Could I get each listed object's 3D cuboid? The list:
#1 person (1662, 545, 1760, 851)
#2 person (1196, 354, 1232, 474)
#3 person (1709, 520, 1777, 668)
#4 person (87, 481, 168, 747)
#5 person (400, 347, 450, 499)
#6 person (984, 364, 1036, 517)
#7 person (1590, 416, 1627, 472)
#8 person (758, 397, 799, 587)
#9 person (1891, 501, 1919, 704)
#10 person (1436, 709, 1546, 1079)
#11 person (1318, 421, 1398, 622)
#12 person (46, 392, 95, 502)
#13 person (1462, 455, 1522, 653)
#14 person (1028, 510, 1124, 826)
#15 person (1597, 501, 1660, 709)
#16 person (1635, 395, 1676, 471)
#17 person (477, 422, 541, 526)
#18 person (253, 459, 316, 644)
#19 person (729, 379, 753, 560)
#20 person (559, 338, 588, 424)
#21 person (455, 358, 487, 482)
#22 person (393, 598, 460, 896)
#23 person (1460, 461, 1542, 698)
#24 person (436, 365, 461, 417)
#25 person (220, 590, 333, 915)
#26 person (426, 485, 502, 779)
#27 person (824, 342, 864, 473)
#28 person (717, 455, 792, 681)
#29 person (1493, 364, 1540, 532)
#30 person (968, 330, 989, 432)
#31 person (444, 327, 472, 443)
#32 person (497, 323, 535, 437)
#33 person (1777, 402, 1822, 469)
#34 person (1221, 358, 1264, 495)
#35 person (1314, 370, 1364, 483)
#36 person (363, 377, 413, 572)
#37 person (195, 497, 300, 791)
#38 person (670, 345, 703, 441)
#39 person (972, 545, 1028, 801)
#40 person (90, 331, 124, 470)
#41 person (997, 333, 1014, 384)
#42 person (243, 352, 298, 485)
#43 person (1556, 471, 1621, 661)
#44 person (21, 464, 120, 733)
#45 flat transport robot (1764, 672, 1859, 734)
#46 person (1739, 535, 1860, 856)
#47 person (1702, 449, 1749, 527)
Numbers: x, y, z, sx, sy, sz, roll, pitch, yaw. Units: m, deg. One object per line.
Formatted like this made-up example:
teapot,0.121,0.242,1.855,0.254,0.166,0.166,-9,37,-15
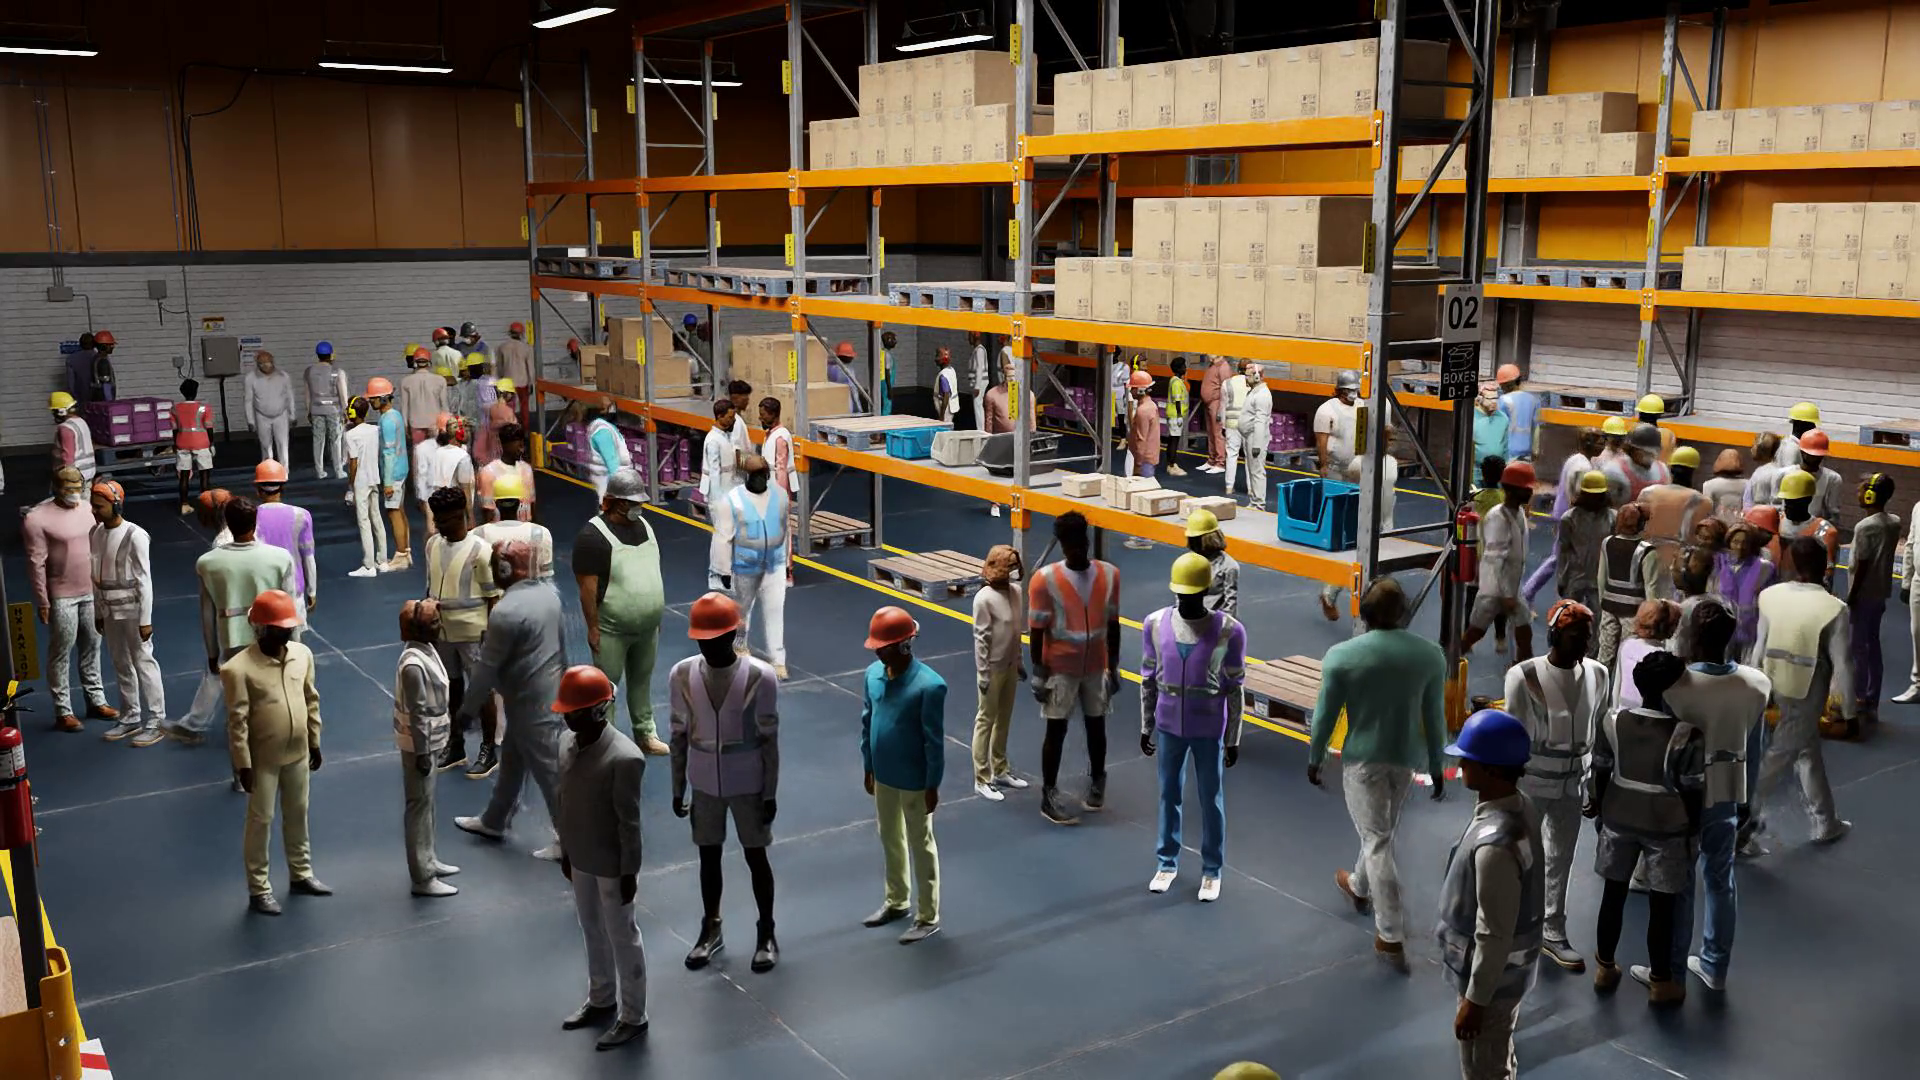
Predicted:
person,4.264,0.934,9.635,0.522,1.828,0.734,-7,13,-33
person,3.666,-1.916,24.000,0.410,1.909,0.643,-2,11,-12
person,5.335,0.666,11.497,0.523,1.632,0.315,4,12,19
person,-5.862,0.513,11.667,0.573,1.877,0.353,6,12,27
person,-7.012,-1.532,21.849,0.613,1.984,0.409,-3,11,-14
person,0.622,-1.218,20.471,0.643,1.900,0.398,-1,11,-8
person,6.318,-0.327,16.231,0.523,1.769,0.309,-4,12,-21
person,-1.827,-0.481,16.672,0.408,1.907,0.598,-3,11,-16
person,7.334,0.350,12.439,0.398,1.899,0.654,-5,12,-22
person,1.926,1.562,6.098,0.388,1.948,0.607,4,12,20
person,3.609,-0.120,14.788,0.638,1.922,0.794,-8,14,-35
person,-9.593,-0.698,18.011,0.408,1.821,0.632,-2,11,-12
person,4.484,0.119,14.120,0.535,1.700,0.318,3,11,14
person,0.725,0.773,10.209,0.638,1.943,0.492,-3,12,-17
person,4.863,0.534,12.141,0.307,1.644,0.514,-6,13,-28
person,6.870,-0.494,16.662,0.587,1.930,0.356,-7,13,-31
person,-3.838,-0.052,14.343,0.422,1.946,0.648,5,12,24
person,-5.052,0.363,12.307,0.548,1.924,0.387,-7,13,-31
person,-2.395,-0.745,17.878,0.395,1.956,0.609,-2,11,-12
person,-6.359,-2.481,27.386,0.584,1.716,0.637,-11,15,-43
person,-6.826,-1.672,23.198,0.485,1.737,0.315,2,11,10
person,-2.940,1.122,9.133,0.315,1.641,0.515,-2,11,-11
person,4.081,0.333,12.582,0.563,1.891,1.014,-10,15,-42
person,-6.777,-1.453,22.089,0.344,1.733,0.489,1,11,6
person,-3.632,1.119,8.888,0.357,1.744,0.568,6,13,28
person,-3.296,0.603,10.977,0.602,1.958,0.390,6,12,27
person,-1.648,-1.898,23.891,0.470,1.909,0.569,-10,15,-40
person,-1.670,0.187,13.533,0.641,1.799,0.964,-5,12,-23
person,6.462,-1.042,19.324,0.888,2.006,0.423,-7,13,-31
person,0.287,-2.544,27.298,0.362,1.879,0.584,0,11,-2
person,-8.190,-2.504,27.020,0.587,1.910,0.398,9,14,38
person,-7.335,-2.621,27.537,0.611,1.936,1.007,-2,11,-8
person,8.026,-0.368,16.025,0.364,1.928,0.587,5,12,25
person,3.779,-1.515,22.158,0.618,1.836,0.432,2,11,11
person,4.230,-0.845,18.178,0.683,2.000,0.537,-6,12,-26
person,-5.971,-0.683,17.371,0.409,2.035,0.607,-3,11,-13
person,-4.558,0.679,10.710,0.589,1.912,0.391,-3,11,-16
person,-4.563,-2.453,27.561,0.851,1.591,0.517,8,13,34
person,0.261,0.831,10.642,0.278,1.634,0.498,7,13,33
person,-12.436,-2.030,24.272,0.415,2.035,0.609,-8,14,-37
person,0.800,-2.580,27.601,0.389,1.834,0.567,2,11,12
person,-9.533,-1.686,23.020,0.674,1.845,1.080,-5,12,-24
person,4.934,0.307,13.080,0.488,1.736,0.362,1,11,4
person,-6.412,0.406,12.052,0.371,1.934,0.627,6,12,27
flat transport robot,6.408,1.148,12.522,0.652,0.197,1.431,6,13,29
person,4.888,0.916,9.721,1.007,1.838,0.644,-3,11,-16
person,7.022,-0.042,15.240,0.519,1.583,0.859,1,11,3
